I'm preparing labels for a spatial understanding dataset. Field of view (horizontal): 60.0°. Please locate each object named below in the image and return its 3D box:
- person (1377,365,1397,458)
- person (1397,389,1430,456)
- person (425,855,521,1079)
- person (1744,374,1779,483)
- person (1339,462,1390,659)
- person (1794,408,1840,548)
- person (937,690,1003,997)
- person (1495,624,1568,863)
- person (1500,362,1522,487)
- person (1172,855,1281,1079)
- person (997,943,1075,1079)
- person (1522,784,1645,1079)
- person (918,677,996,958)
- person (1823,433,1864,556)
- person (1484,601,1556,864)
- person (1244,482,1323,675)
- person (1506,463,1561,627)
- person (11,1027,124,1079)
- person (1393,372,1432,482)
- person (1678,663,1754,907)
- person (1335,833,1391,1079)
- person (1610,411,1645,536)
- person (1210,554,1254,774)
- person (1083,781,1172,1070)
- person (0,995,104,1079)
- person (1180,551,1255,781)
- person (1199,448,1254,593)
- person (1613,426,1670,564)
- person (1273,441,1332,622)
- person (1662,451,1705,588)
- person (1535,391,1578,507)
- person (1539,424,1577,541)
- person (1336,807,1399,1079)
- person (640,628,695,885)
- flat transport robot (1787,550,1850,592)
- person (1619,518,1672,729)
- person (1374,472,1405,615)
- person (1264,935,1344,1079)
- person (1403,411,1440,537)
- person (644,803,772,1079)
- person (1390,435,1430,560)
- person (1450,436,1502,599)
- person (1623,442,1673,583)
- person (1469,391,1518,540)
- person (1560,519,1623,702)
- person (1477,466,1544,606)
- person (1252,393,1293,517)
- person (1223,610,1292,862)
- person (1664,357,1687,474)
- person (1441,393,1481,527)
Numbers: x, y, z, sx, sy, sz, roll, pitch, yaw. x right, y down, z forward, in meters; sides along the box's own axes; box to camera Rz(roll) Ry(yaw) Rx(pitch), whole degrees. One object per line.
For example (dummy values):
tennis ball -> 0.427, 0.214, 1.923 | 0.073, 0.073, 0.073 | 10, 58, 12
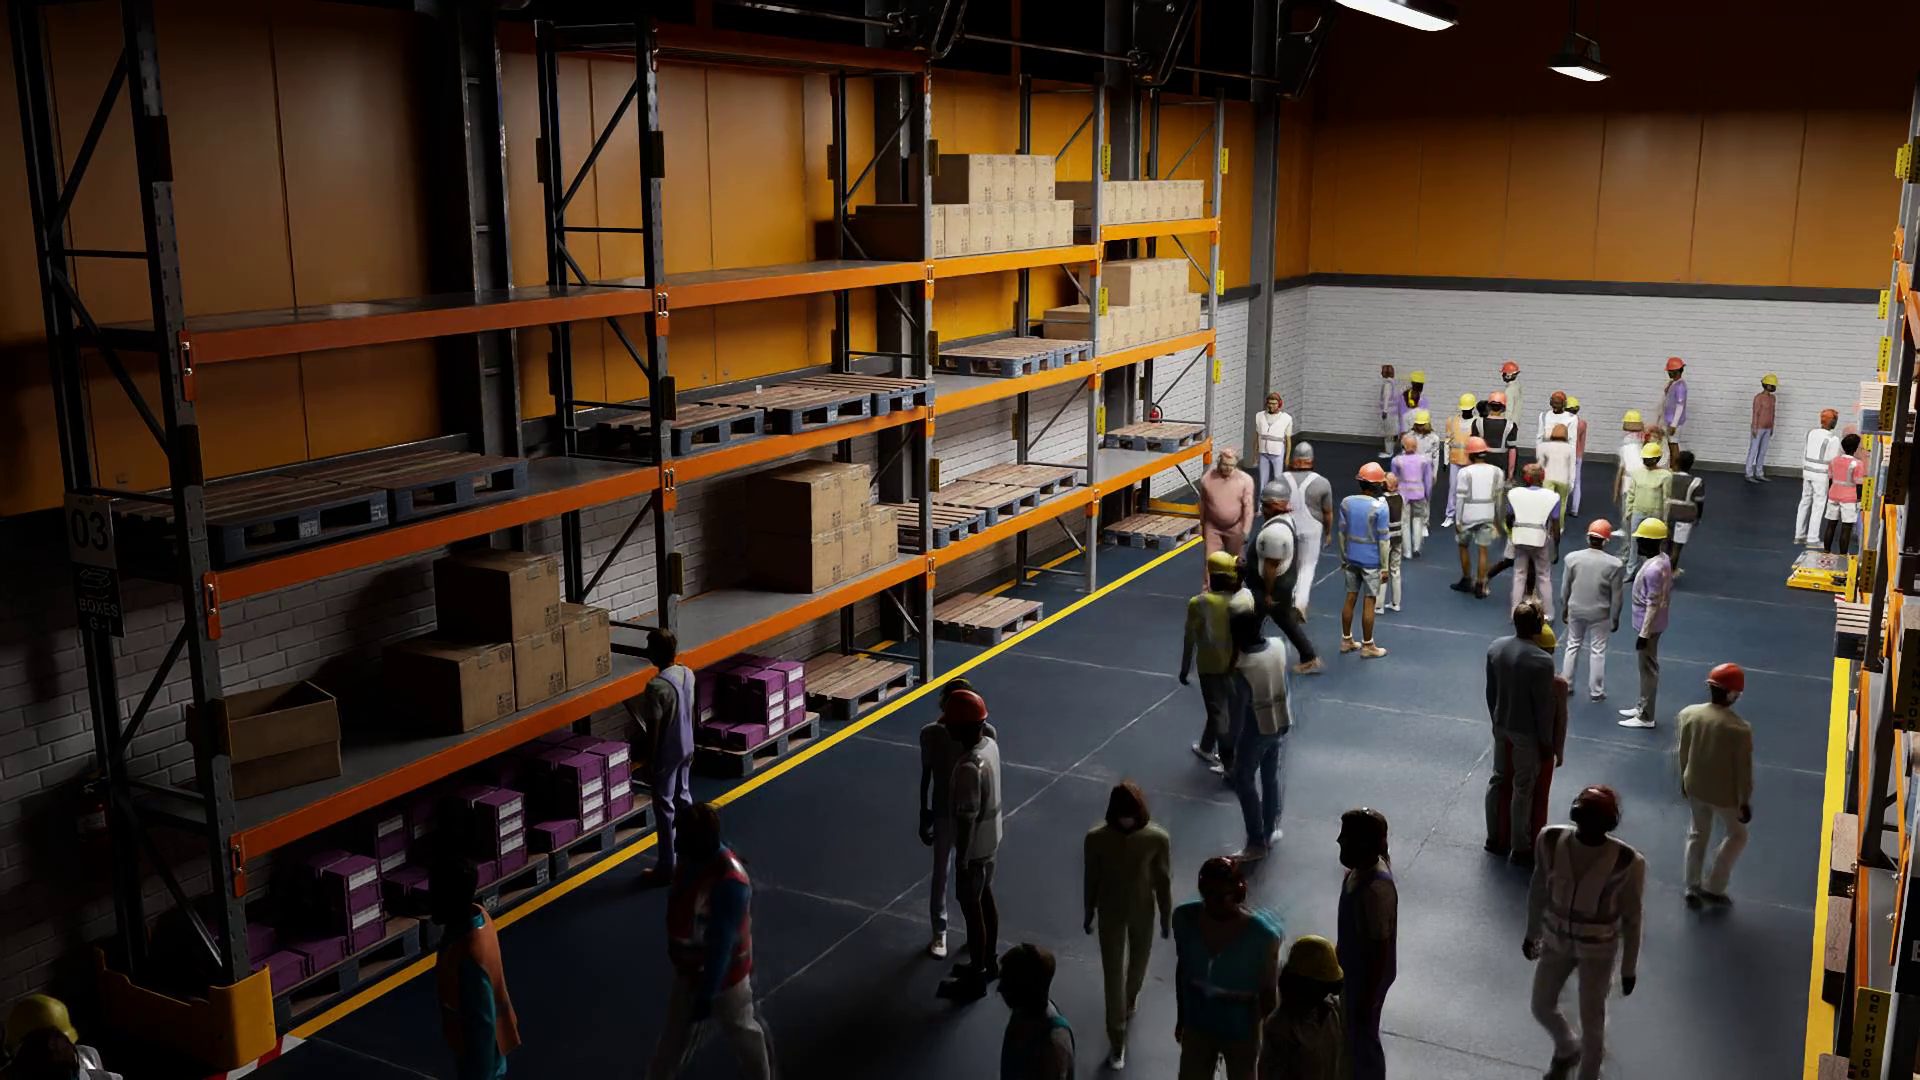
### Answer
person -> 7.495, -2.256, 29.145 | 0.318, 1.631, 0.514 | 4, 13, 19
person -> 6.667, -1.302, 24.400 | 0.563, 1.851, 0.340 | -6, 14, -24
person -> -2.260, 2.370, 7.771 | 0.399, 1.920, 0.590 | -4, 13, -19
person -> 12.946, -1.795, 26.791 | 0.525, 1.761, 0.339 | -8, 15, -30
person -> 4.192, 0.207, 17.177 | 0.374, 2.043, 0.613 | -10, 16, -37
person -> 11.443, -0.820, 22.169 | 0.353, 1.878, 0.570 | -3, 13, -15
person -> 0.056, 1.839, 10.138 | 0.384, 1.929, 0.543 | 4, 13, 16
person -> 4.157, 1.476, 12.128 | 0.526, 1.765, 0.329 | 11, 16, 40
person -> 8.712, -1.839, 26.442 | 0.396, 1.993, 0.618 | 8, 15, 32
person -> 1.299, 2.360, 8.090 | 0.597, 1.807, 0.925 | 8, 15, 33
person -> 0.321, 2.567, 7.082 | 0.350, 1.837, 0.507 | -4, 13, -15
person -> 3.325, 2.153, 8.874 | 0.612, 1.862, 0.459 | 11, 16, 39
person -> -0.013, 1.767, 10.621 | 0.509, 1.859, 0.324 | -1, 13, -2
person -> 11.270, -0.514, 21.182 | 0.318, 1.700, 0.537 | -4, 13, -18
person -> 4.087, 1.387, 12.128 | 0.370, 1.940, 0.627 | -6, 14, -23
person -> 3.124, 0.373, 16.437 | 0.952, 2.000, 0.699 | 5, 14, 22
person -> 6.336, 0.051, 18.401 | 0.592, 1.811, 0.501 | 6, 14, 24
person -> -3.425, 2.721, 6.382 | 0.429, 1.839, 0.633 | 12, 17, 42
person -> 7.164, -1.704, 26.109 | 0.989, 1.870, 0.608 | -7, 14, -28
person -> 5.162, 1.669, 11.308 | 0.438, 1.734, 0.599 | -6, 14, -26
person -> 2.114, 2.287, 8.784 | 0.278, 1.634, 0.499 | 1, 13, 6
person -> 9.215, -0.918, 22.908 | 0.485, 1.737, 0.322 | -11, 17, -40
person -> 2.278, 1.035, 13.860 | 0.333, 1.872, 0.515 | 4, 13, 19
person -> 0.959, 2.128, 9.571 | 0.500, 1.610, 0.754 | 1, 13, 3
person -> -3.627, 2.665, 6.672 | 0.403, 1.825, 0.593 | 6, 14, 26
person -> 2.171, 1.032, 13.845 | 0.593, 1.894, 0.954 | -5, 13, -20
person -> 3.068, -0.161, 19.241 | 0.637, 1.872, 0.852 | 2, 13, 10
person -> 8.664, -0.556, 21.124 | 0.685, 1.813, 0.384 | 6, 14, 25
person -> 3.816, -0.130, 18.692 | 0.683, 2.000, 0.961 | 5, 14, 22
person -> 8.707, -0.255, 20.135 | 0.803, 1.648, 0.529 | -12, 17, -43
person -> 8.540, -1.202, 23.861 | 0.576, 1.880, 0.352 | 11, 16, 40
person -> 8.138, -0.797, 22.713 | 0.504, 1.584, 0.884 | 6, 14, 26
person -> 2.058, 2.242, 8.514 | 0.328, 1.844, 0.513 | 2, 13, 7
person -> -2.062, 1.520, 11.779 | 0.357, 1.835, 0.516 | 6, 14, 24
flat transport robot -> 10.627, 0.373, 20.434 | 0.652, 0.197, 1.431 | 8, 15, 32
person -> 6.189, 0.751, 15.010 | 0.384, 1.926, 0.599 | 6, 14, 25
person -> 4.836, 0.039, 18.871 | 0.506, 1.632, 0.316 | -8, 15, -33
person -> 1.520, 2.556, 7.338 | 0.294, 1.744, 0.485 | 12, 17, 43
person -> 6.315, -0.910, 22.858 | 0.494, 1.741, 0.309 | 4, 13, 19
person -> -1.388, 2.247, 8.607 | 0.938, 1.797, 0.630 | -9, 15, -34
person -> 5.812, -0.567, 21.580 | 0.531, 1.615, 0.551 | 0, 13, 2
person -> 6.113, -0.276, 19.637 | 0.646, 1.910, 0.556 | -1, 13, -3
person -> 8.312, -0.311, 20.125 | 0.529, 1.765, 0.327 | 11, 17, 41
person -> 7.244, -1.011, 22.669 | 0.613, 2.031, 0.402 | 4, 13, 17
person -> 6.004, 0.661, 15.825 | 0.577, 1.743, 0.356 | 10, 16, 37
person -> 6.477, -0.087, 19.336 | 0.530, 1.670, 0.772 | -10, 16, -39
person -> 4.518, -1.220, 24.041 | 0.560, 1.836, 0.394 | 8, 15, 33
person -> 2.232, 1.404, 12.222 | 0.376, 1.876, 0.689 | 12, 17, 43
person -> 11.427, -1.913, 26.691 | 0.392, 2.033, 0.605 | 4, 13, 17
person -> 7.071, -1.107, 23.342 | 0.585, 1.919, 0.374 | 7, 14, 27
